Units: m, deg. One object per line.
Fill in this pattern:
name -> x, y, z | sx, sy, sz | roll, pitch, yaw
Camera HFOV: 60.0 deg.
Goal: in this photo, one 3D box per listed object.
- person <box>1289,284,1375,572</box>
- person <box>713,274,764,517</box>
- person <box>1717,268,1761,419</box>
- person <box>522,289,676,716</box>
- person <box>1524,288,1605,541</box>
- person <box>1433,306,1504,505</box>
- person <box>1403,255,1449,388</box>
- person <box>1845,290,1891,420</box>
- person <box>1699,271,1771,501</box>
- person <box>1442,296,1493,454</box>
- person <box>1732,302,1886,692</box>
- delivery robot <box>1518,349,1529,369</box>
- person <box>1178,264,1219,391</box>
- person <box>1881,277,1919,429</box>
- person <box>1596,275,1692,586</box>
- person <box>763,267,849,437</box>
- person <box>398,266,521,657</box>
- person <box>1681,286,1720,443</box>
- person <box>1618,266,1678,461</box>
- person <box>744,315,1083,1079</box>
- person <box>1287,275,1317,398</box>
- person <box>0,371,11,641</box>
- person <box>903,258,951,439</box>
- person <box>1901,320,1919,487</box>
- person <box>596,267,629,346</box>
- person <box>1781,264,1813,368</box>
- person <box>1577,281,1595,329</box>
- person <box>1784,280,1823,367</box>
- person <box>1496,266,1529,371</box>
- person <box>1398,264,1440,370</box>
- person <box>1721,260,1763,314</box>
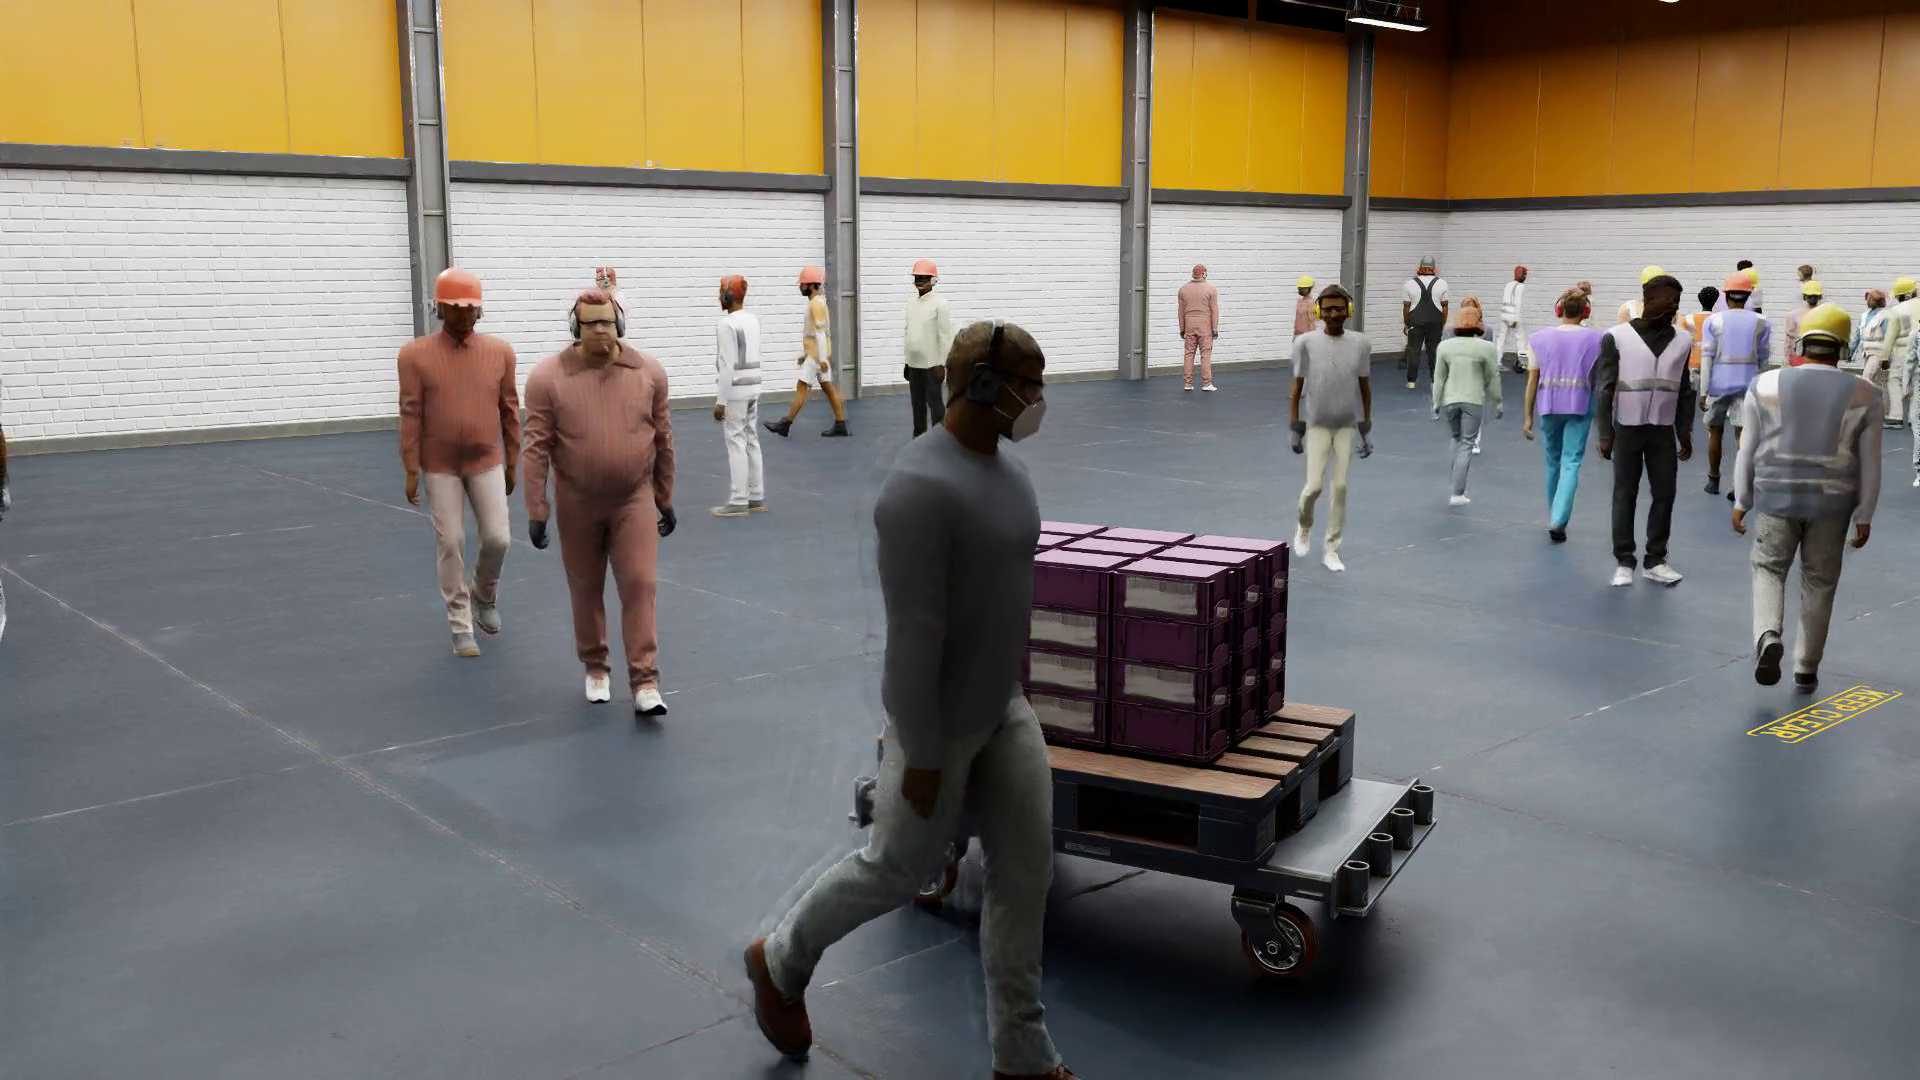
person -> 2.405, -0.732, 10.787 | 0.521, 1.851, 0.461 | 0, 10, -2
person -> -1.727, -1.121, 12.961 | 0.345, 1.883, 0.582 | 4, 10, 20
person -> 9.609, -2.434, 20.705 | 0.391, 1.881, 0.665 | -2, 10, -14
person -> -1.555, -0.146, 7.278 | 0.681, 1.865, 0.915 | -3, 10, -18
person -> 4.380, -0.911, 11.990 | 0.586, 1.801, 0.971 | 5, 11, 28
person -> 4.182, -1.102, 13.654 | 0.512, 1.610, 0.664 | 9, 13, 42
person -> 7.120, -3.338, 25.485 | 0.679, 2.000, 0.537 | 2, 10, 14
person -> 11.071, -2.240, 20.343 | 0.809, 1.606, 0.535 | 0, 10, -2
person -> 6.448, -1.276, 13.838 | 0.552, 1.908, 0.880 | 2, 10, 14
person -> 5.152, -1.667, 16.963 | 0.514, 1.605, 0.738 | 3, 10, 19
person -> 3.864, -0.170, 7.600 | 0.607, 1.814, 0.554 | 5, 11, 28
delivery robot -> 9.937, -3.162, 28.519 | 0.707, 0.478, 0.477 | -4, 11, -22
person -> 3.597, -3.186, 24.988 | 0.638, 1.908, 0.409 | 6, 11, 30
person -> 11.096, -2.170, 19.433 | 0.675, 1.781, 0.407 | 0, 10, 1
person -> 4.212, -0.667, 10.275 | 0.633, 1.900, 0.418 | -1, 10, -5
person -> -1.706, -2.076, 18.536 | 0.988, 1.886, 0.557 | 0, 10, -3
person -> -2.535, -0.396, 8.453 | 0.612, 1.971, 0.514 | -4, 11, -24
person -> 8.071, -1.898, 18.057 | 0.542, 1.695, 0.316 | 3, 10, 18
person -> 6.708, -1.707, 16.266 | 0.589, 1.928, 0.385 | 0, 10, -2
person -> -0.090, 0.407, 4.006 | 0.951, 1.898, 0.636 | 5, 11, 27
person -> 4.926, -2.896, 23.718 | 0.555, 1.754, 0.572 | -2, 10, -12
person -> -5.044, -0.298, 8.328 | 0.513, 1.822, 0.900 | -6, 11, -31
person -> -0.341, -1.729, 16.186 | 0.373, 1.997, 0.616 | -9, 13, -42
person -> 8.513, -1.312, 14.538 | 0.508, 1.729, 0.375 | 7, 12, 35
person -> -4.004, -2.162, 19.008 | 0.404, 1.903, 0.636 | -5, 11, -26
person -> 13.778, -3.527, 27.025 | 0.984, 1.902, 0.632 | 6, 12, 33
person -> 9.885, -3.321, 26.620 | 0.648, 1.615, 0.541 | 2, 10, 11
person -> 9.886, -2.152, 19.392 | 0.529, 1.751, 0.586 | 4, 10, 21
person -> 9.780, -3.899, 29.326 | 0.646, 1.856, 0.586 | -3, 10, -15
person -> 8.286, -3.966, 29.636 | 0.961, 1.886, 0.561 | 0, 10, 2
person -> 11.889, -3.273, 25.322 | 0.602, 1.966, 0.368 | 7, 12, 36
